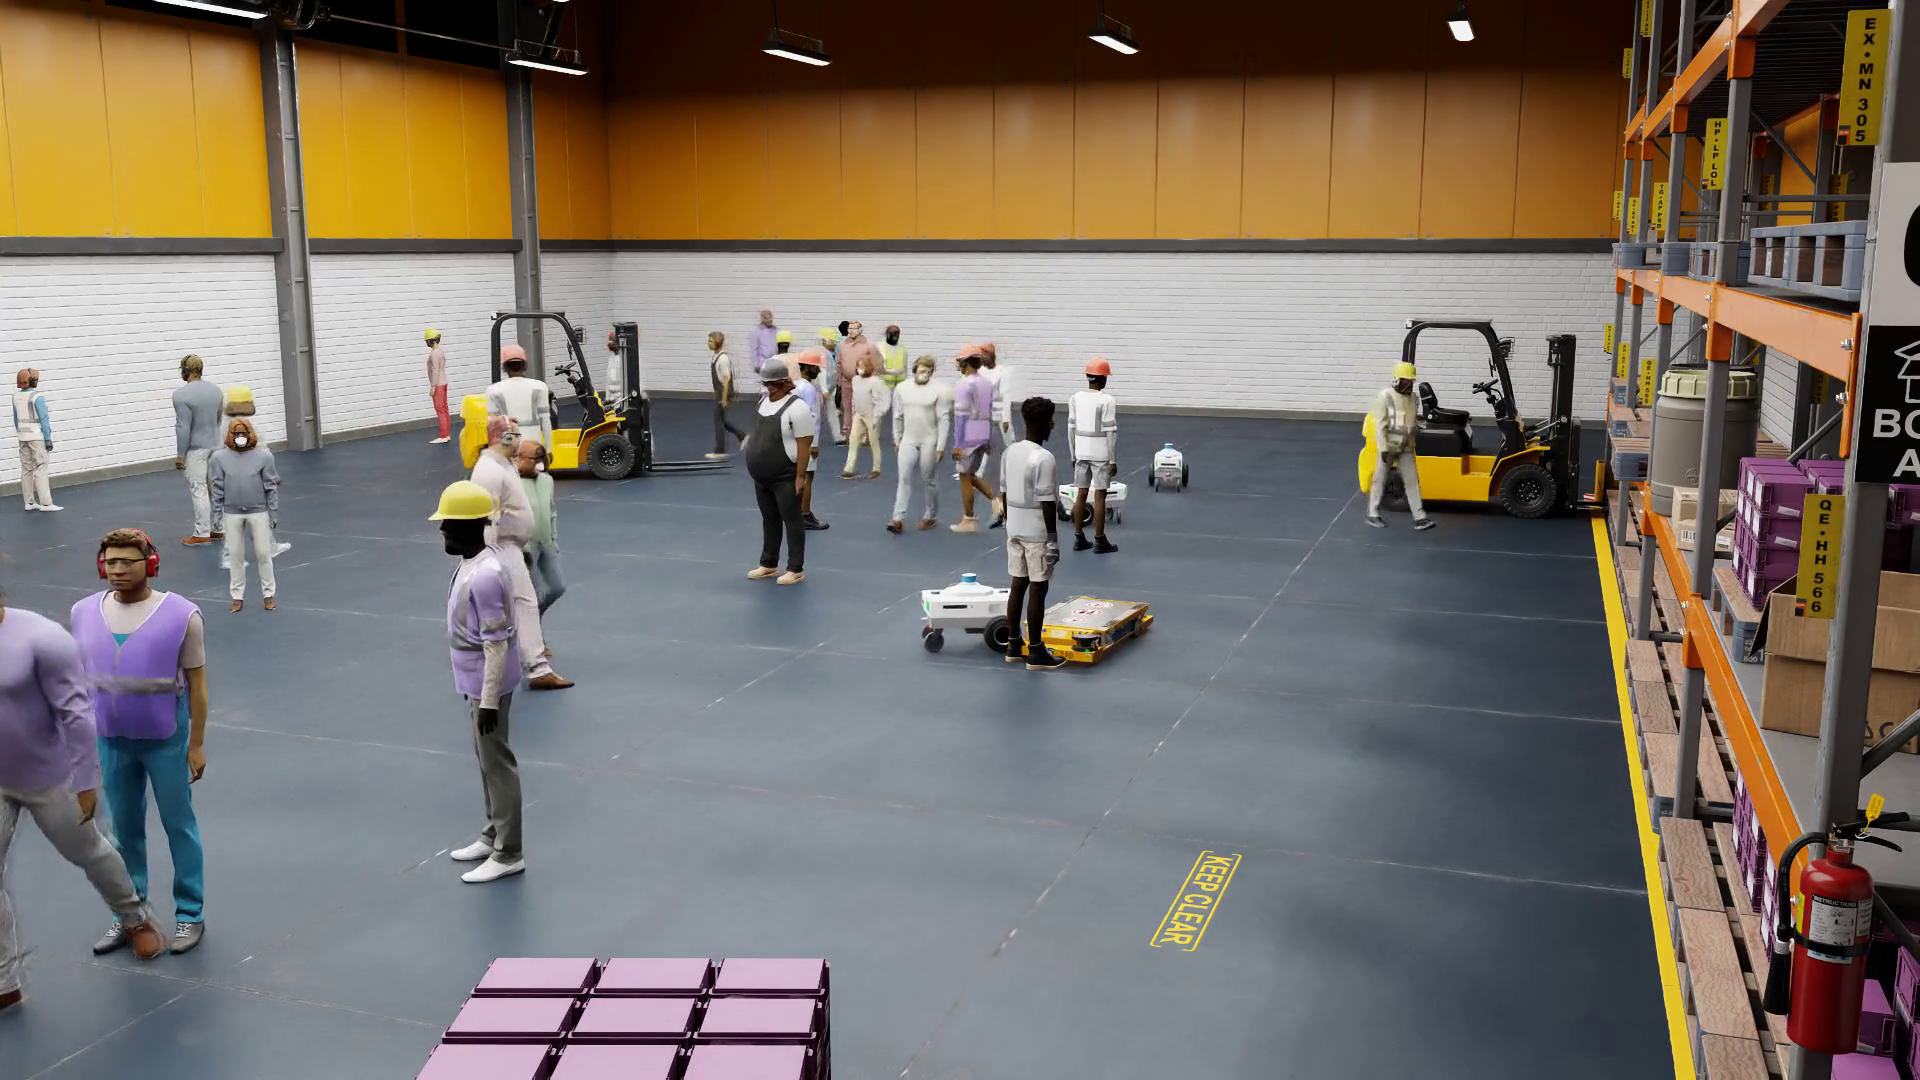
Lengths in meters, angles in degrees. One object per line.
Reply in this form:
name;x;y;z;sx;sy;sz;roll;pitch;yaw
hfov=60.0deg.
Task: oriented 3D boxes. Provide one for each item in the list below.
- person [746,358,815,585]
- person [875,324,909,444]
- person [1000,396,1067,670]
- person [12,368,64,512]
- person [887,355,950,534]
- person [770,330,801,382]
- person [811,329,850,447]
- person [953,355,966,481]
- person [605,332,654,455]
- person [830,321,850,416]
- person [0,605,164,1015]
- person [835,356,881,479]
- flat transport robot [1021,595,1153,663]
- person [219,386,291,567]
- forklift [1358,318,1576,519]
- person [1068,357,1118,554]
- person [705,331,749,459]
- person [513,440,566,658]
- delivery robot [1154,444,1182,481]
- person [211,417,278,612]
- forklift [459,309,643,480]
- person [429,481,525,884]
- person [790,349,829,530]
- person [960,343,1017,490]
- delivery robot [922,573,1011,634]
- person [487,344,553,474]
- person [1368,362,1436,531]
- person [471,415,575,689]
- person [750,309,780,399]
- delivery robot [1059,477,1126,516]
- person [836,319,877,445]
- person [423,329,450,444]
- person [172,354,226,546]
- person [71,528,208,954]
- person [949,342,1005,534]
person;-1.656;-0.621;14.918;0.674;2.000;0.537;10;14;43
person;-1.080;-2.386;25.458;0.633;1.827;0.583;-5;11;-25
person;0.526;-0.056;11.948;0.361;1.962;0.618;-6;12;-29
person;-10.536;-1.131;18.919;0.514;1.641;0.307;4;11;23
person;-0.462;-0.988;17.431;0.666;1.883;0.974;4;11;21
person;-2.344;-1.923;22.729;0.596;1.887;0.962;-5;11;-26
person;-2.049;-2.256;24.927;0.924;1.765;0.679;1;10;7
person;0.063;-1.589;21.492;0.311;1.642;0.514;-1;10;-4
person;-4.729;-2.004;23.307;0.990;1.835;0.597;-7;12;-34
person;-2.033;-3.027;29.433;0.541;1.695;0.315;3;11;19
person;-3.726;0.922;6.714;0.664;1.887;0.894;0;10;-1
person;-1.293;-1.560;21.432;0.536;1.605;0.721;8;13;38
flat transport robot;0.950;0.659;12.690;0.652;0.197;1.431;4;11;24
person;-6.758;-0.611;15.835;0.495;1.696;0.872;6;12;31
forklift;5.787;-1.437;19.079;2.313;2.155;1.214;3;11;19
person;1.336;-0.839;16.435;0.552;1.934;0.373;9;13;40
person;-3.308;-2.056;23.589;0.607;1.830;0.542;-2;10;-13
person;-3.127;0.064;12.241;0.361;1.617;0.517;6;12;31
delivery robot;2.600;-0.958;20.736;0.477;0.478;0.707;1;10;7
person;-5.914;-0.210;13.785;0.505;1.629;0.278;-3;10;-15
forklift;-5.354;-1.902;21.697;2.313;2.155;1.214;-2;10;-13
person;-2.294;0.672;7.951;0.382;1.928;0.587;-4;11;-21
person;-1.621;-1.076;17.786;0.376;1.931;0.542;-4;11;-21
person;0.459;-1.540;20.705;1.023;1.834;0.633;-9;14;-42
delivery robot;0.070;0.496;12.548;0.707;0.478;0.477;-1;10;-5
person;-4.449;-0.959;16.829;0.624;2.038;0.395;-3;10;-16
person;4.684;-0.978;17.643;0.614;1.790;0.896;-4;11;-23
person;-3.038;0.085;11.437;0.731;1.866;0.688;-2;10;-9
person;-3.501;-3.207;29.932;0.674;1.880;0.564;-9;13;-40
delivery robot;1.453;-0.501;18.160;0.707;0.478;0.477;-5;11;-24
person;-1.584;-2.384;25.223;0.642;1.910;0.401;4;11;20
person;-8.020;-2.353;25.473;0.327;1.760;0.523;-1;10;-3
person;-7.696;-0.908;16.823;0.371;1.940;0.630;3;10;14
person;-3.503;0.857;7.154;0.565;1.843;0.390;0;10;2
person;0.175;-1.057;17.428;0.585;2.018;0.614;5;11;27
